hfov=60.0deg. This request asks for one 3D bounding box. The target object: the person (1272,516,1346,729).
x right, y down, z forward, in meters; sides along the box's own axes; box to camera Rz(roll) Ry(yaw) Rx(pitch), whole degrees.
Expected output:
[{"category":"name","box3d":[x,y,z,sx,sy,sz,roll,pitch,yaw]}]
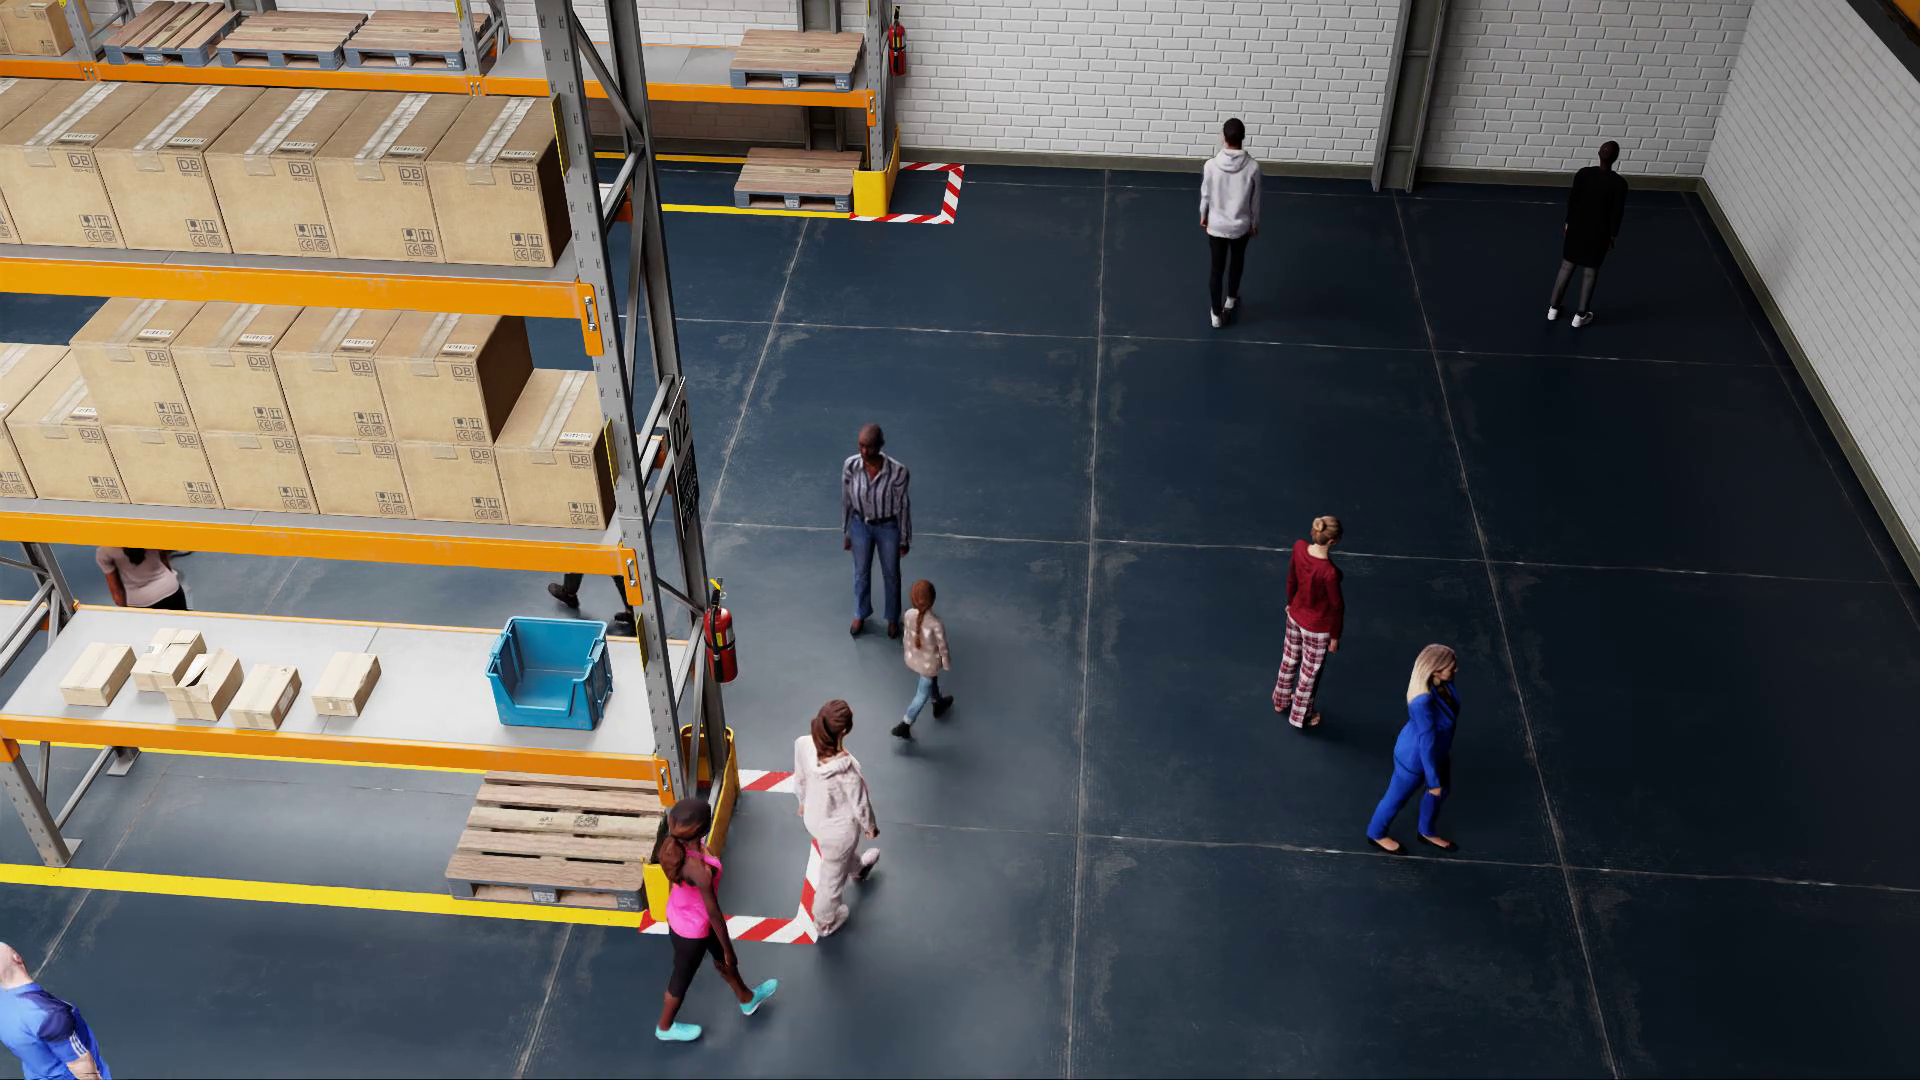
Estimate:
[{"category":"person","box3d":[2.288,0.507,10.832,0.705,1.699,0.691,-20,43,-24]}]

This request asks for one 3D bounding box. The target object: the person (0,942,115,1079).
[{"category":"person","box3d":[-4.287,2.642,8.070,0.961,1.809,0.748,-32,48,-33]}]

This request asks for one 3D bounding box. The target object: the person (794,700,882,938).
[{"category":"person","box3d":[-0.786,1.634,9.444,0.972,1.670,1.002,31,48,33]}]

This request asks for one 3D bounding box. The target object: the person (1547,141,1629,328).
[{"category":"person","box3d":[5.609,-2.739,14.846,0.675,1.762,0.786,25,45,28]}]

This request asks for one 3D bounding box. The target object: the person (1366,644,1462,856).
[{"category":"person","box3d":[2.640,1.261,9.898,0.885,1.687,0.788,19,42,22]}]

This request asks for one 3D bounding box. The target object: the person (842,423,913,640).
[{"category":"person","box3d":[-0.576,-0.062,11.469,0.506,1.794,0.707,6,39,8]}]

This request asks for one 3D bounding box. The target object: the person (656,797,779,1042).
[{"category":"person","box3d":[-1.511,2.077,8.885,1.094,1.676,0.955,-14,41,-17]}]

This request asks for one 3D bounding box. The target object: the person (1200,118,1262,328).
[{"category":"person","box3d":[2.376,-2.760,14.759,0.805,1.904,0.806,7,39,9]}]

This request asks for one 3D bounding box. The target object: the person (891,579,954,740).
[{"category":"person","box3d":[-0.257,0.813,10.875,0.820,1.168,0.824,31,48,33]}]
